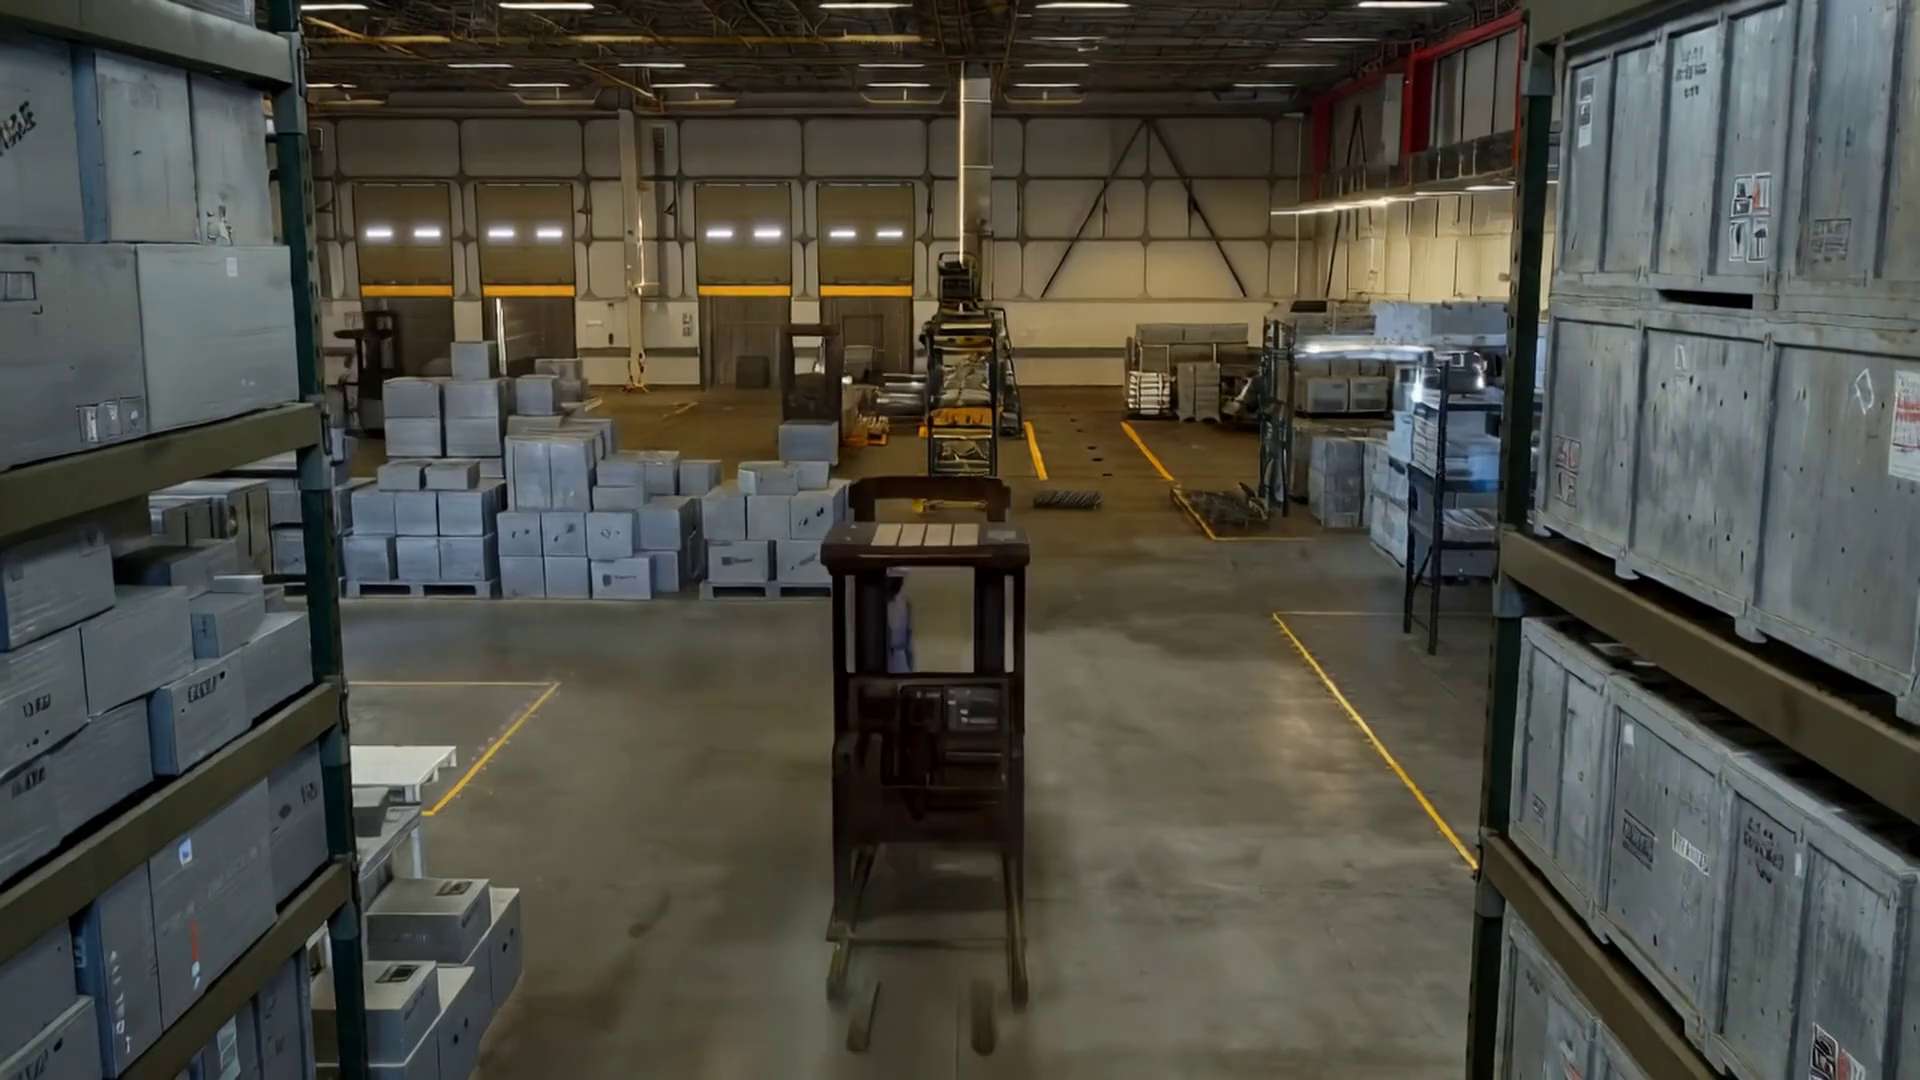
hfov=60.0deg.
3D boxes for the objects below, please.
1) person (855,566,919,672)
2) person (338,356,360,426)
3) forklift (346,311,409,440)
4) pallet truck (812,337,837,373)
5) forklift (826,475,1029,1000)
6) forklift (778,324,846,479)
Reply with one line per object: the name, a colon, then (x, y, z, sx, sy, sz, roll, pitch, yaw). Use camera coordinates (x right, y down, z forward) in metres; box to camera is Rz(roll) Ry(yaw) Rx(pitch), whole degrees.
person: (-0.556, 1.019, 12.700, 0.986, 1.889, 0.561, 6, 11, 31)
person: (-14.607, -3.567, 39.755, 0.540, 1.671, 0.740, -8, 12, -38)
forklift: (-12.810, -3.738, 37.268, 1.129, 2.768, 1.873, 5, 11, 24)
pallet truck: (-3.021, -4.312, 43.126, 1.885, 1.965, 0.823, 3, 10, 17)
forklift: (-0.172, 1.016, 9.843, 1.129, 2.768, 1.873, 0, 10, 1)
forklift: (-2.724, -2.533, 30.315, 1.129, 2.768, 1.873, 0, 10, 1)
